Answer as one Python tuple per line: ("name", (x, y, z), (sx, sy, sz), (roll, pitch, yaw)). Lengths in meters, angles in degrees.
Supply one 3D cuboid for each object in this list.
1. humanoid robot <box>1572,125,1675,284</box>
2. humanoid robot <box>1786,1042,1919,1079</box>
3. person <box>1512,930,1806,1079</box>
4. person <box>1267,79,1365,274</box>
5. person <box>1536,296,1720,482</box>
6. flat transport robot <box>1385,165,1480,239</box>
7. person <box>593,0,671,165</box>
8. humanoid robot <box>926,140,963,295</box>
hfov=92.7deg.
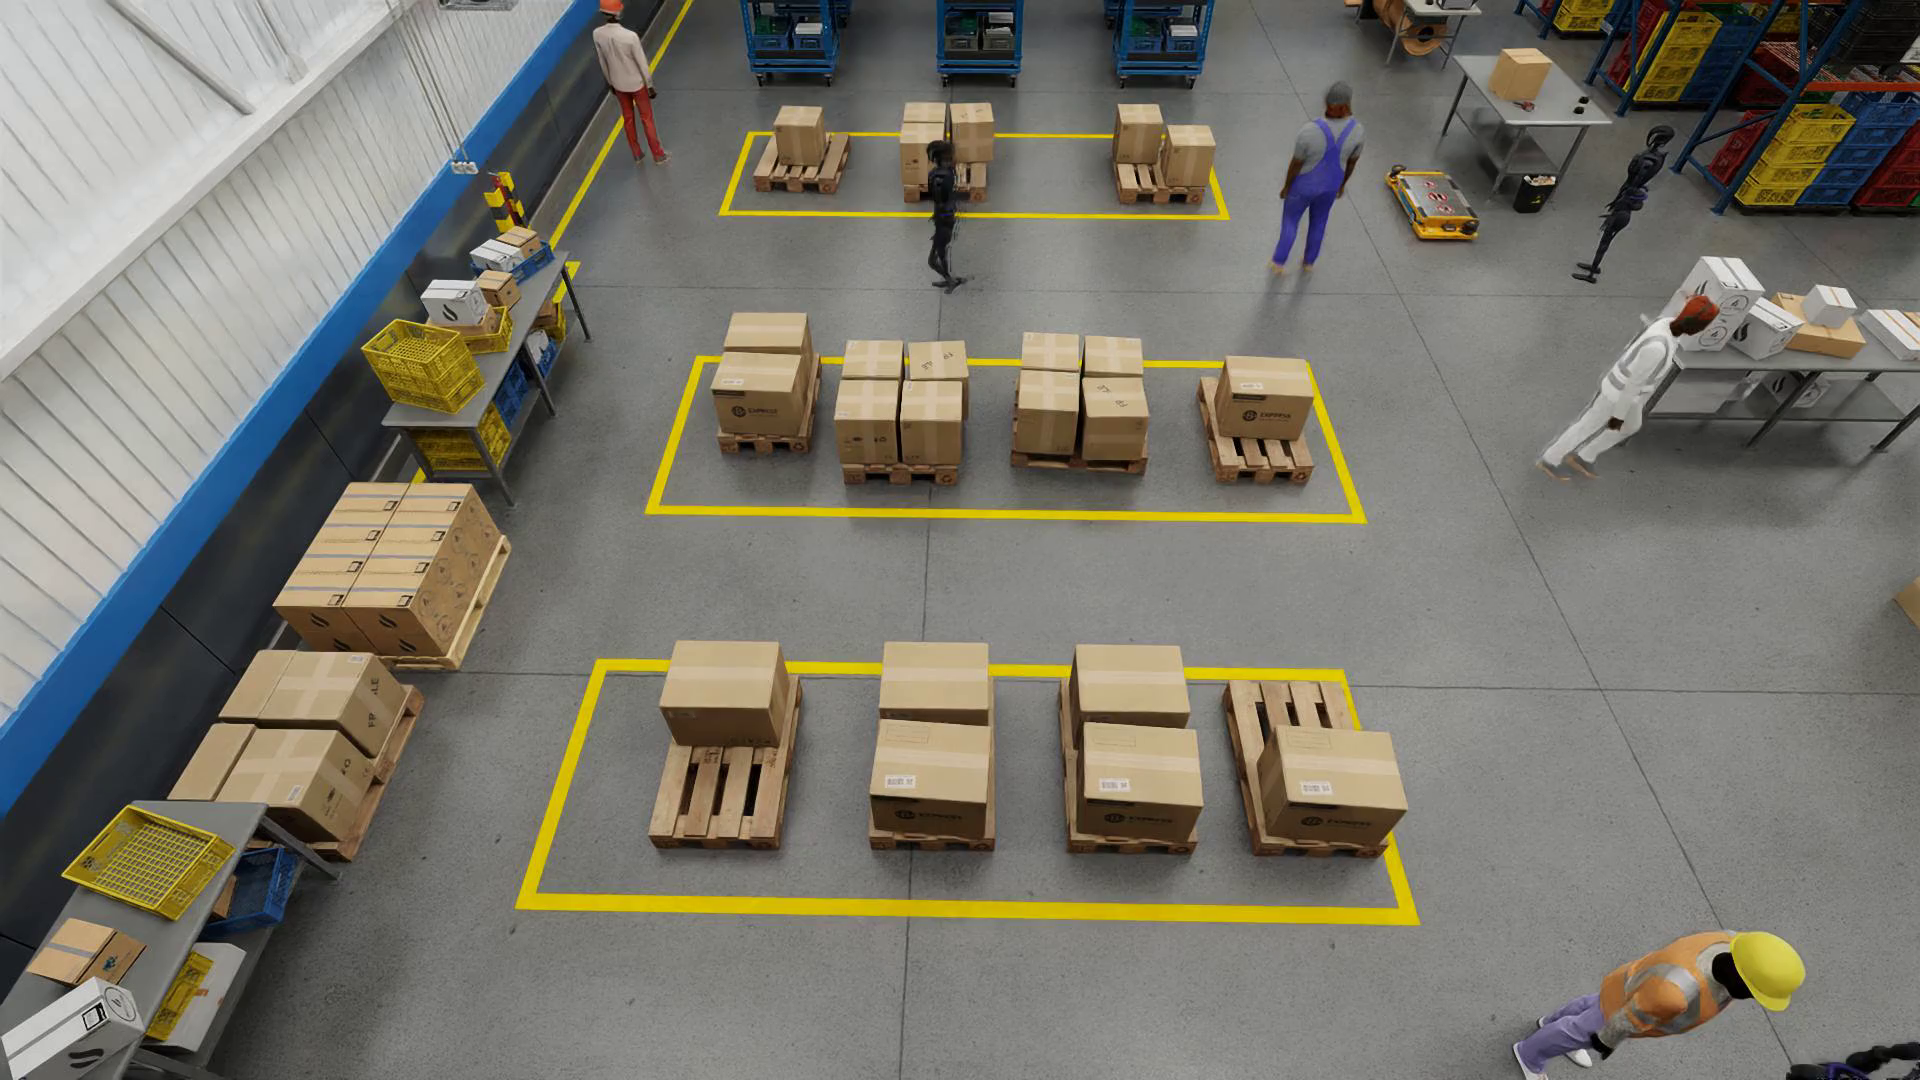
("humanoid robot", (6.980, -3.527, 9.654), (0.342, 1.651, 0.568), (24, 53, 20))
("humanoid robot", (4.114, 2.708, 4.252), (0.376, 1.634, 0.614), (16, 51, 13))
("person", (3.334, 2.284, 4.462), (0.587, 1.923, 0.379), (-22, 53, -18))
("person", (3.720, -3.787, 9.641), (0.688, 2.000, 0.536), (-2, 49, -2))
("person", (5.481, -1.207, 7.526), (0.615, 1.853, 0.715), (35, 58, 27))
("flat transport robot", (5.692, -4.094, 11.059), (0.652, 0.197, 1.431), (1, 49, 1))
("person", (-4.043, -5.615, 11.264), (0.622, 1.994, 0.413), (9, 50, 8))
("humanoid robot", (-0.203, -3.290, 9.446), (0.352, 1.645, 0.606), (2, 49, 1))
